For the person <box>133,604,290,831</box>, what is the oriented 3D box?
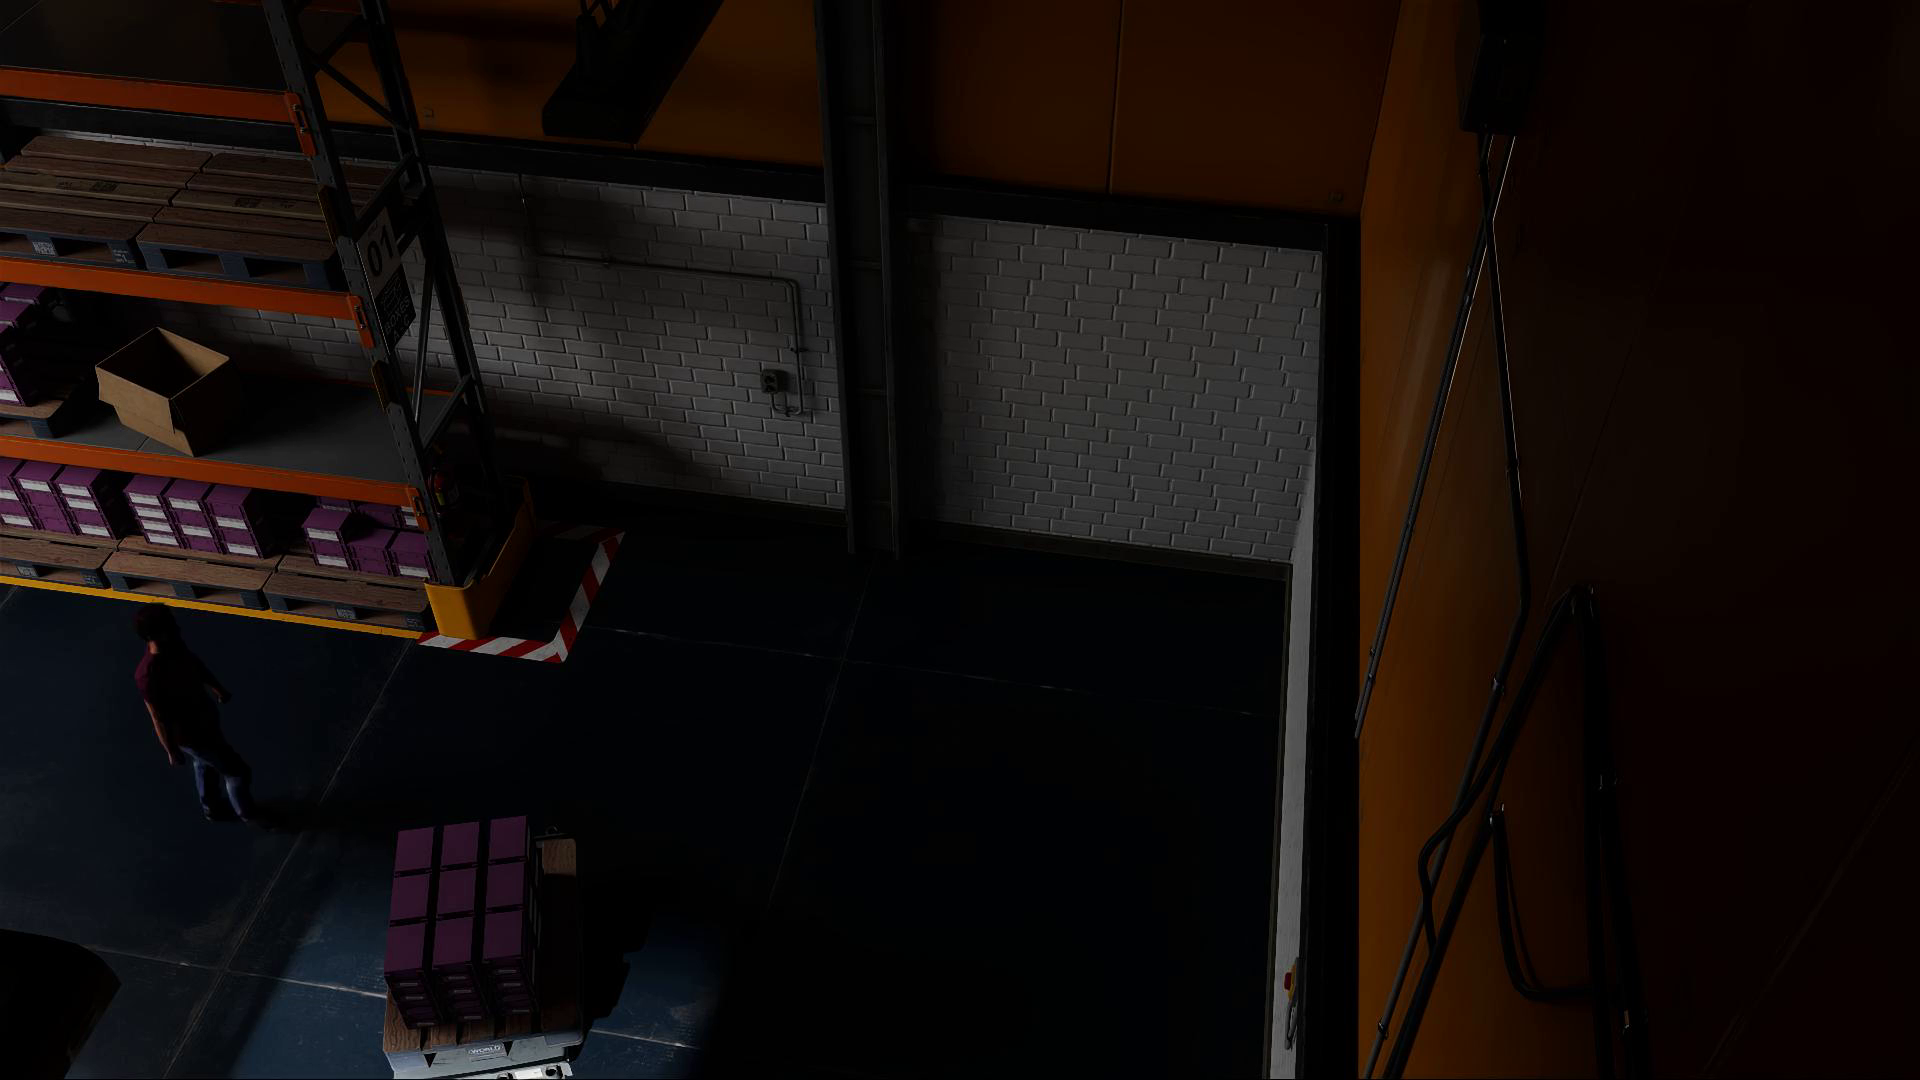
[{"bbox_3d":[-4.617,1.083,9.818,0.882,1.831,0.829,-6,44,-6],"label":"person"}]
